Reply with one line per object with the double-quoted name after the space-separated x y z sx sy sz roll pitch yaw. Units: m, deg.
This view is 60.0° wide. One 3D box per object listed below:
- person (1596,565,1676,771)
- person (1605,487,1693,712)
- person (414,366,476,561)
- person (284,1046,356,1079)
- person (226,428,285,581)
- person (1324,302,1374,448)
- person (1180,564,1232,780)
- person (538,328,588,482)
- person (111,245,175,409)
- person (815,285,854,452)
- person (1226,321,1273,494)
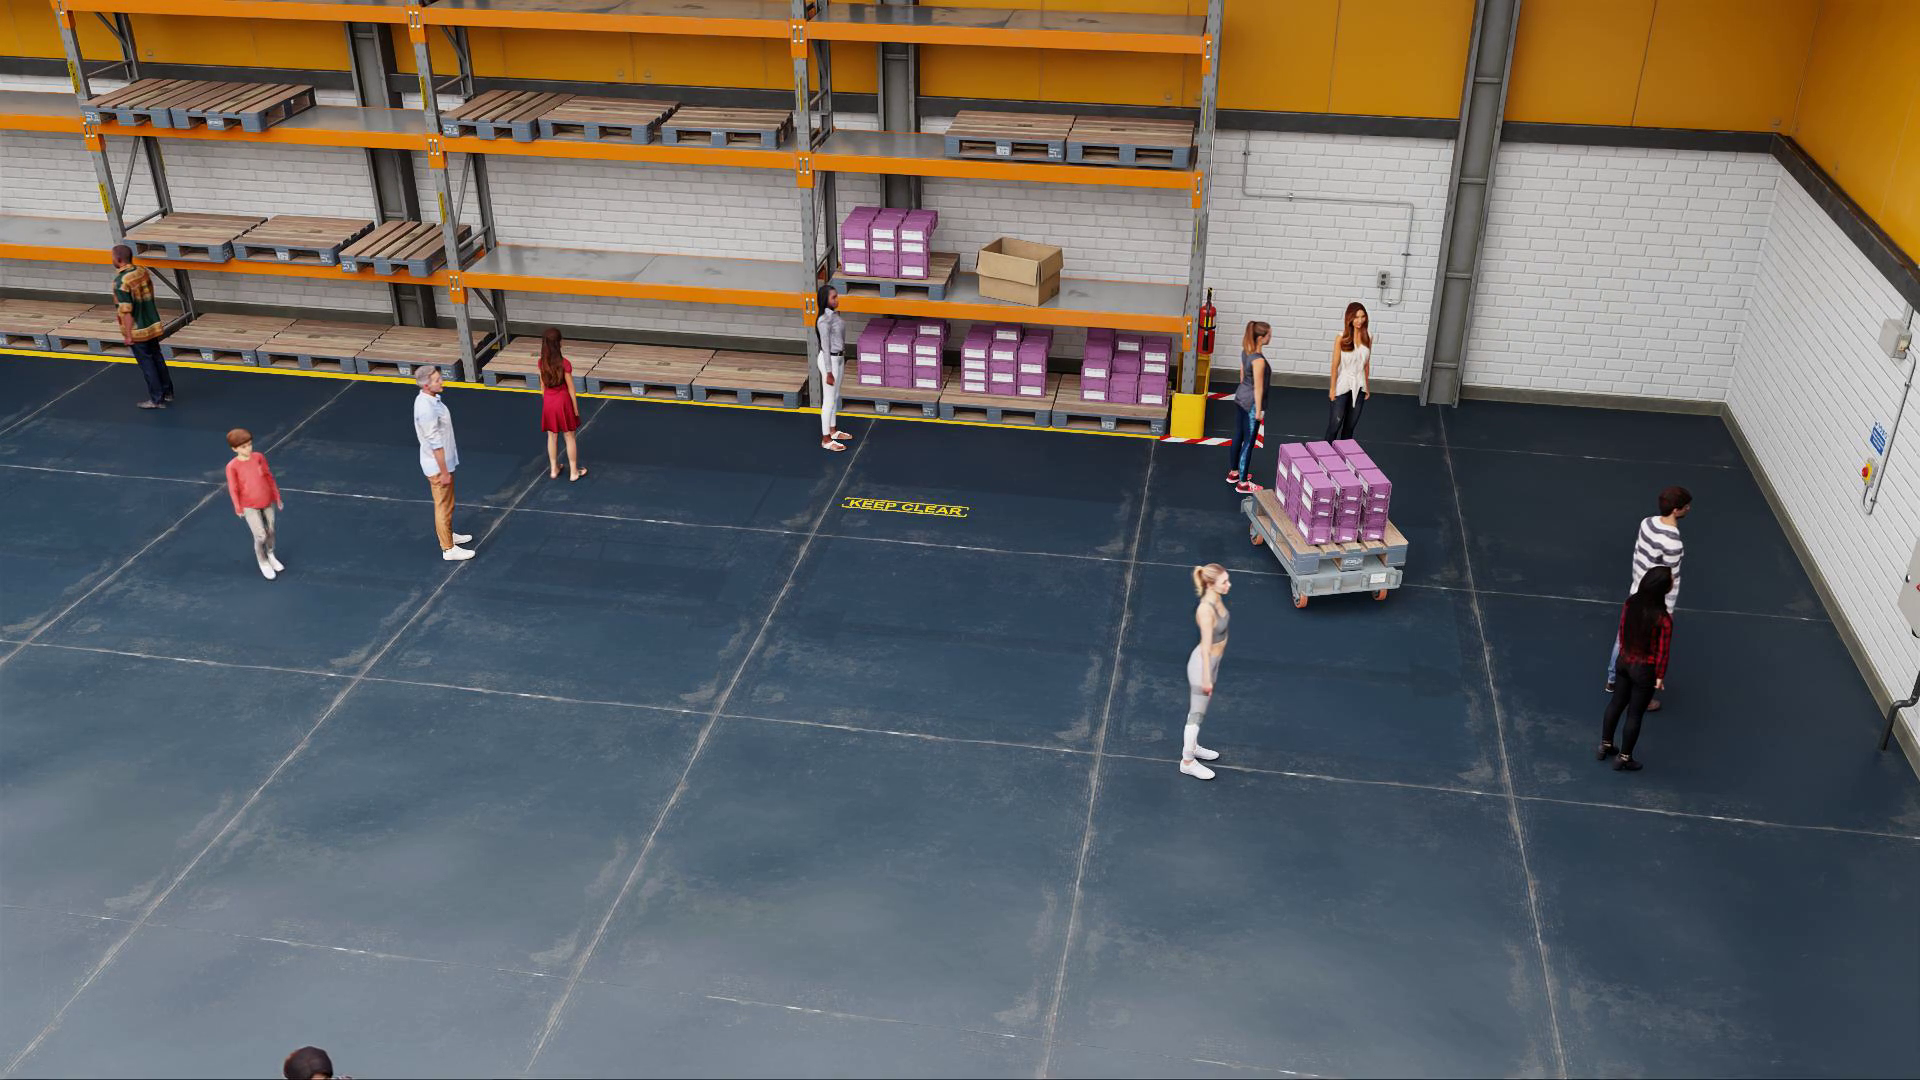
4.908 0.923 12.054 0.689 1.657 0.666 -12 31 -21 "person"
5.296 0.428 12.755 0.655 1.854 0.714 -5 29 -9 "person"
-4.661 -0.710 14.870 0.753 1.827 0.771 -9 30 -16 "person"
-2.981 3.100 8.002 0.678 1.714 0.720 -25 37 -37 "person"
-6.235 -0.354 14.658 0.677 1.405 0.631 20 34 32 "person"
3.804 -1.484 16.332 0.625 1.785 0.736 -10 30 -17 "person"
1.769 0.918 12.015 0.530 1.702 0.585 8 30 14 "person"
-3.934 -1.331 16.298 0.557 1.550 0.623 7 29 13 "person"
-8.758 -2.291 17.788 0.667 1.808 0.708 3 29 5 "person"
-1.309 -1.778 16.933 0.516 1.725 0.593 6 29 10 "person"
2.806 -1.304 16.065 0.634 1.723 0.633 -5 29 -9 "person"
